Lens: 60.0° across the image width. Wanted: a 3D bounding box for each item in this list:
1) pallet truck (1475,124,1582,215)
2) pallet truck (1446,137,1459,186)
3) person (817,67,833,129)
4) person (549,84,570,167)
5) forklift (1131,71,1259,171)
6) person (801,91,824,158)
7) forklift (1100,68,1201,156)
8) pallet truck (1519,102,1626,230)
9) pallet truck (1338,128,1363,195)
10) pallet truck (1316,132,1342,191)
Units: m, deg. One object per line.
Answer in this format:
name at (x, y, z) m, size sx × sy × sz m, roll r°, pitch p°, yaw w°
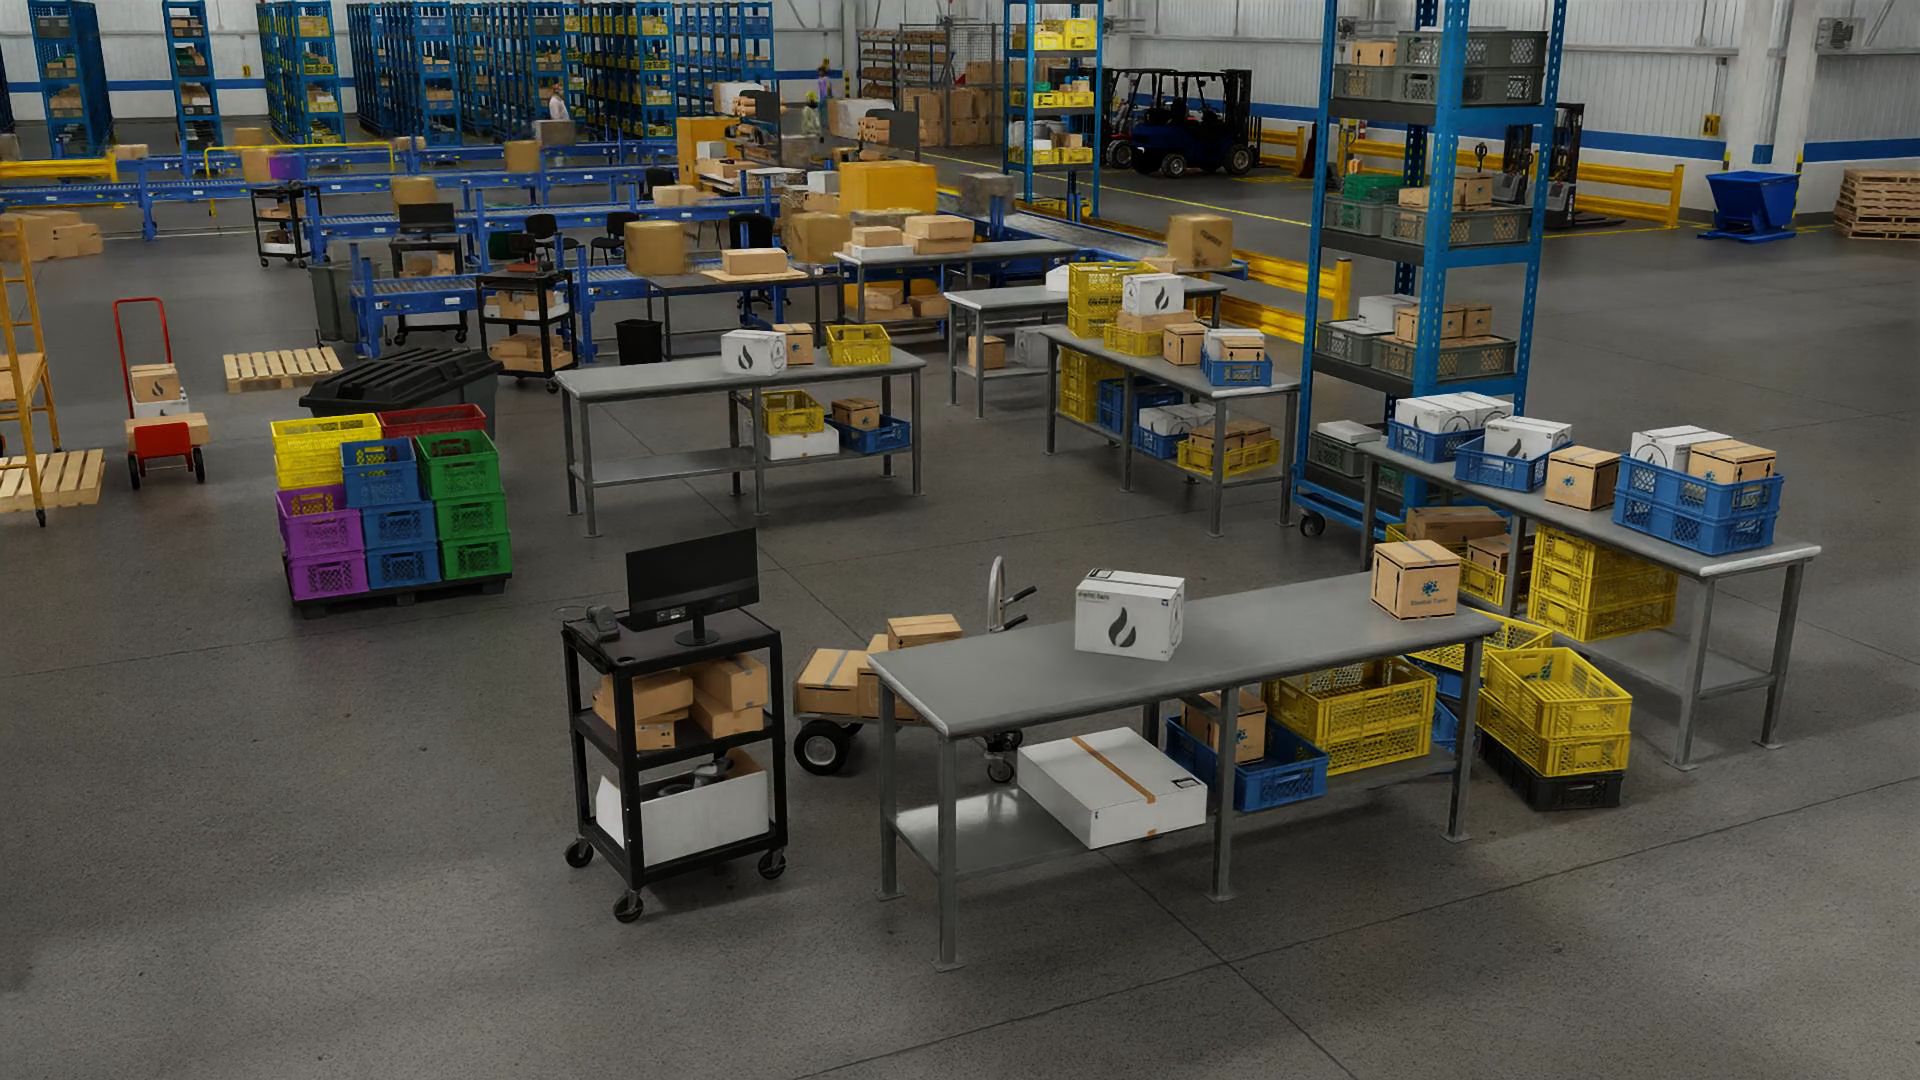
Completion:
pallet truck at (9.707, -6.455, 28.103) m, size 1.885 × 1.965 × 0.823 m, roll -7°, pitch 19°, yaw -20°
pallet truck at (9.184, -6.485, 29.328) m, size 1.630 × 1.274 × 0.653 m, roll -8°, pitch 19°, yaw -23°
person at (-4.087, -13.102, 49.371) m, size 0.992 × 1.786 × 0.585 m, roll -14°, pitch 22°, yaw -37°
person at (-8.521, -8.754, 35.490) m, size 0.406 × 1.911 × 0.636 m, roll -3°, pitch 18°, yaw -10°
forklift at (4.998, -8.936, 35.413) m, size 2.680 × 1.987 × 1.157 m, roll -9°, pitch 20°, yaw -25°
person at (-3.139, -8.437, 34.683) m, size 0.892 × 1.803 × 0.587 m, roll 4°, pitch 18°, yaw 13°
forklift at (4.082, -9.564, 37.410) m, size 2.680 × 1.987 × 1.157 m, roll -8°, pitch 19°, yaw -23°
pallet truck at (9.972, -6.037, 26.785) m, size 1.885 × 1.965 × 0.823 m, roll -9°, pitch 20°, yaw -25°
pallet truck at (7.845, -7.140, 31.411) m, size 1.522 × 1.261 × 0.704 m, roll -9°, pitch 20°, yaw -25°
pallet truck at (7.723, -7.504, 32.656) m, size 1.601 × 1.201 × 0.680 m, roll -8°, pitch 19°, yaw -23°
